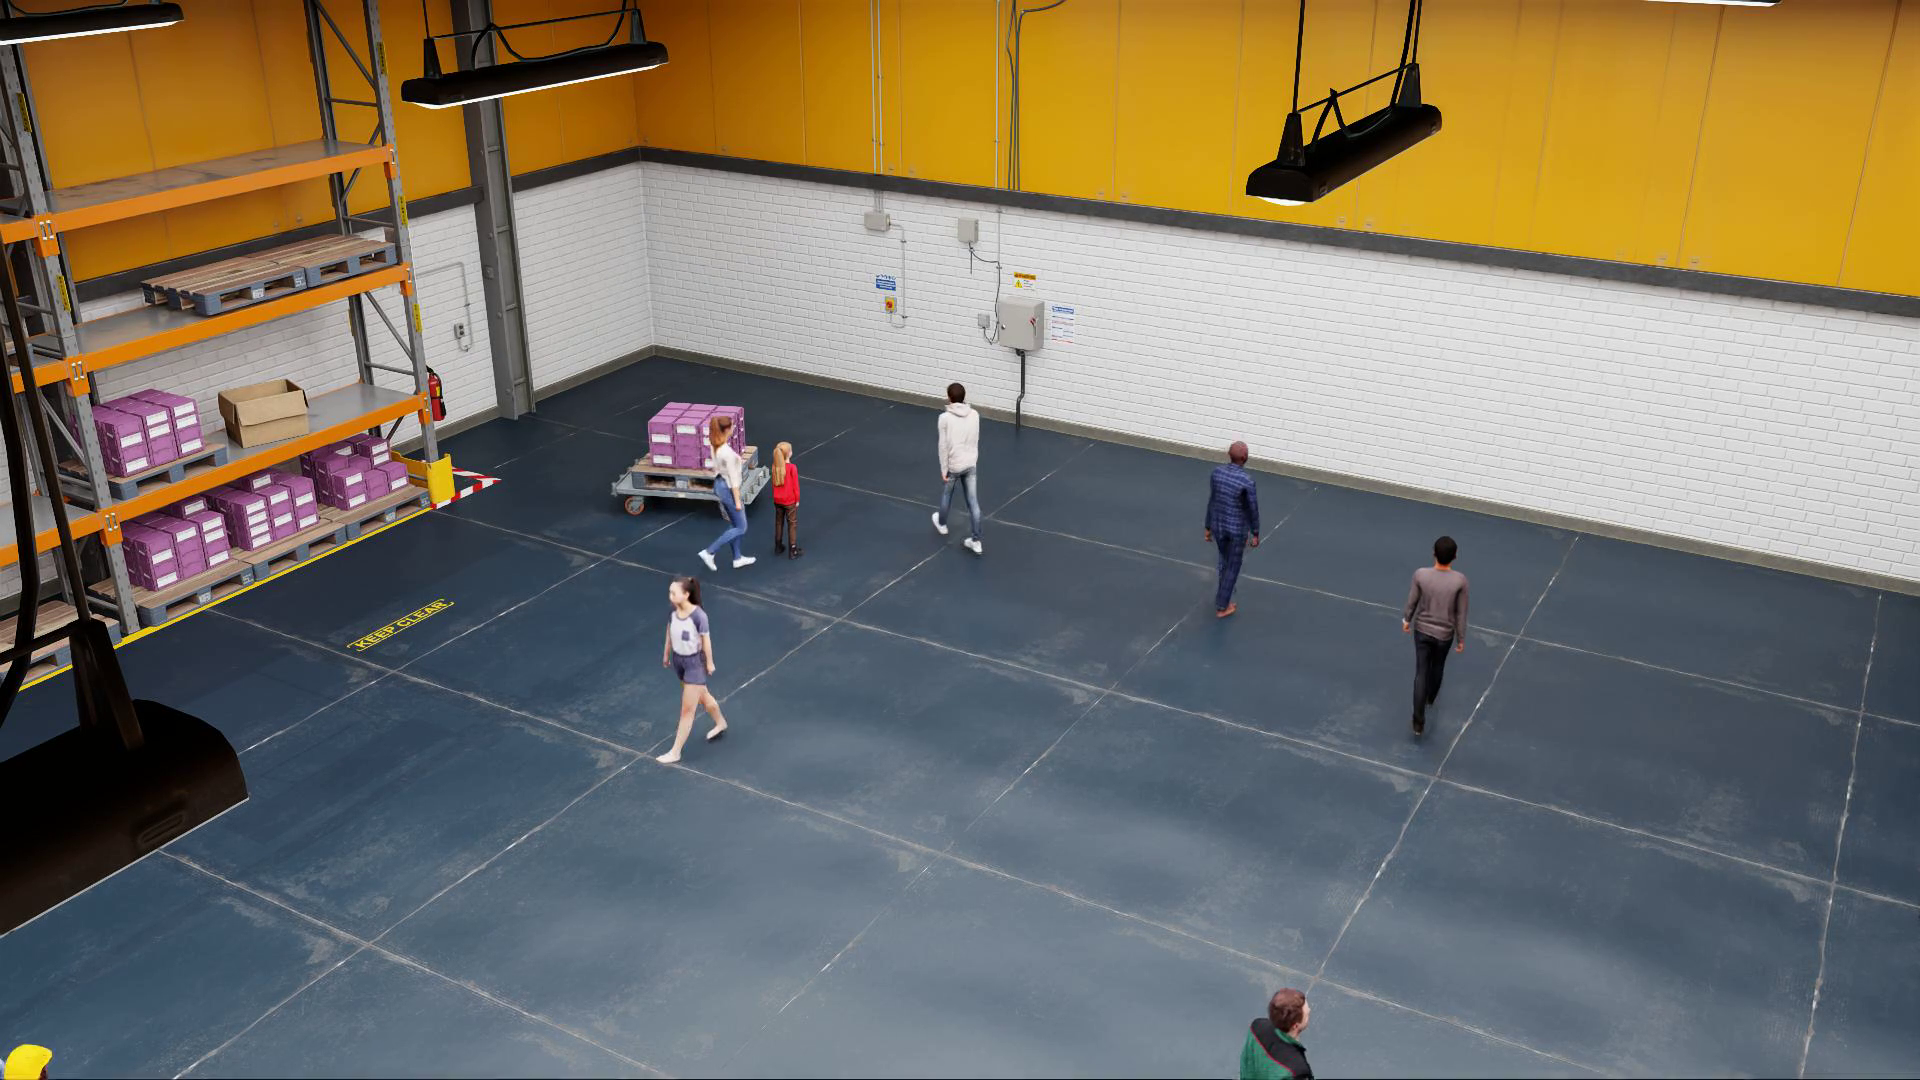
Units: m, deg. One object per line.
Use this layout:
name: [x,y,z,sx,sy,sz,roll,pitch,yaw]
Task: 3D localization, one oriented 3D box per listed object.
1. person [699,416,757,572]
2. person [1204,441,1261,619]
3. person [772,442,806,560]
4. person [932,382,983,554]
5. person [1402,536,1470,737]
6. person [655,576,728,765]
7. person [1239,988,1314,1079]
person: [-2.462,-0.452,17.265,1.000,1.710,0.882,-12,26,-26]
person: [2.614,-0.086,16.314,0.749,1.801,0.853,18,29,35]
person: [-1.867,-0.437,17.770,0.493,1.279,0.478,13,27,27]
person: [0.041,-0.742,17.812,1.244,1.805,1.203,-10,26,-22]
person: [4.045,0.849,14.270,0.861,1.725,1.196,9,25,19]
person: [-2.190,1.042,13.984,1.111,1.603,0.791,-22,32,-40]
person: [1.610,3.177,8.849,1.218,1.802,1.123,-8,25,-17]
